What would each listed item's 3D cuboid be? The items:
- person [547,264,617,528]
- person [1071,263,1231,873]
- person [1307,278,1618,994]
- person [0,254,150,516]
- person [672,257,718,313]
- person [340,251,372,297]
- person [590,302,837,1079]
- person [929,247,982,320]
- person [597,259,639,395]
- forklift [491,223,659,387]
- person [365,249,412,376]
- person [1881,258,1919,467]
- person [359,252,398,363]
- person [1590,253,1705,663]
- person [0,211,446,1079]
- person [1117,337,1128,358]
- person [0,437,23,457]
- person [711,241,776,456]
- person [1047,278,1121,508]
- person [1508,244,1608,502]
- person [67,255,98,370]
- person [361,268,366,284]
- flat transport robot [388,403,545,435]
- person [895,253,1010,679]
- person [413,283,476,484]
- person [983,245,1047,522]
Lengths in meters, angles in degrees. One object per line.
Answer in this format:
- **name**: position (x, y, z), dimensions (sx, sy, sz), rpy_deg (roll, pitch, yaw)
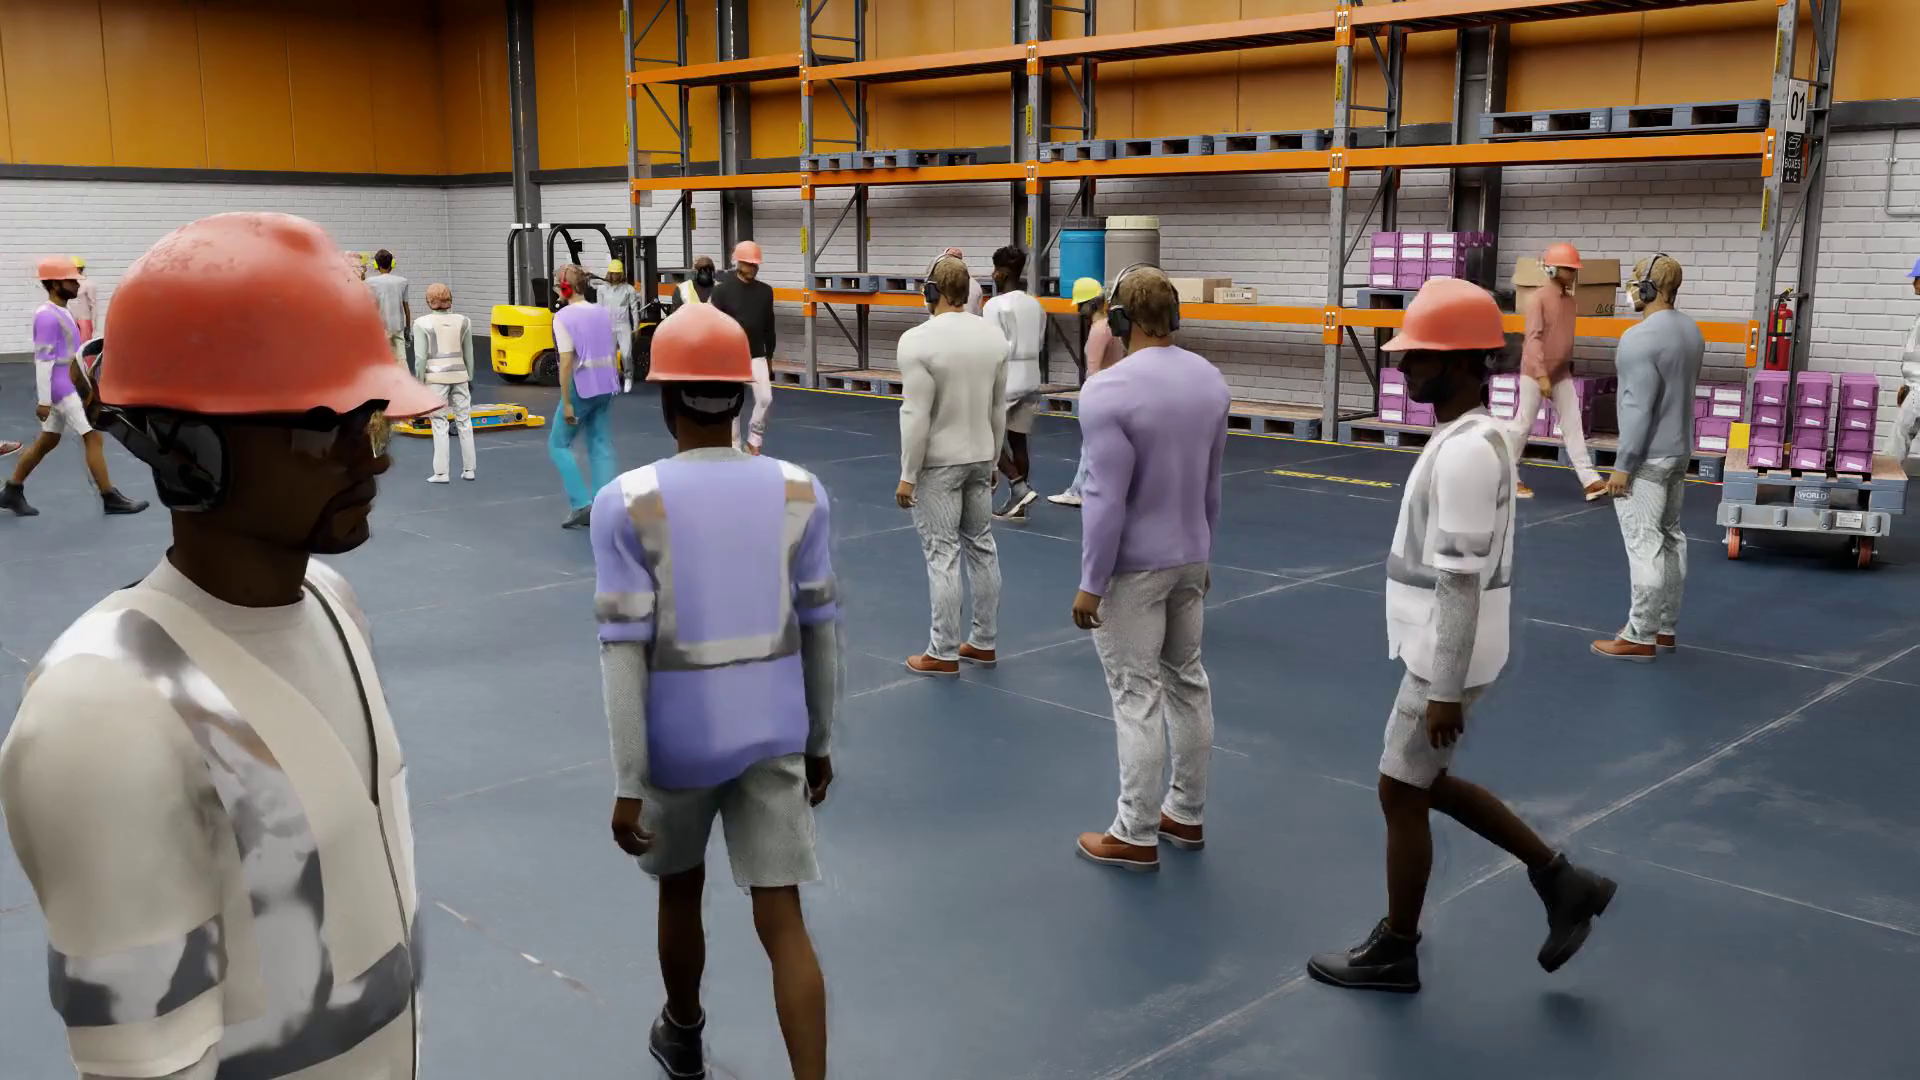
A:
- **person**: position (-2.597, -0.978, 11.468), dimensions (0.471, 1.821, 0.560), rpy_deg (6, 12, 31)
- **person**: position (0.598, 0.095, 5.316), dimensions (0.629, 1.935, 0.372), rpy_deg (-10, 14, -42)
- **person**: position (1.340, 0.285, 4.331), dimensions (0.717, 1.919, 0.548), rpy_deg (3, 11, 15)
- **person**: position (-6.495, -1.094, 11.942), dimensions (1.007, 1.900, 0.546), rpy_deg (-4, 11, -21)
- **person**: position (-2.688, -2.044, 17.375), dimensions (0.633, 1.786, 0.979), rpy_deg (-2, 11, -10)
- **person**: position (-5.722, -1.742, 15.464), dimensions (0.622, 1.881, 0.660), rpy_deg (4, 11, 19)
- **person**: position (-0.496, 0.436, 3.617), dimensions (0.554, 1.889, 1.018), rpy_deg (-5, 11, -23)
- **person**: position (-0.086, -1.874, 16.133), dimensions (0.643, 1.908, 0.399), rpy_deg (-10, 14, -42)
- **person**: position (-4.339, -2.687, 21.060), dimensions (0.519, 1.725, 0.392), rpy_deg (0, 10, -3)
- **forklift**: position (-5.316, -3.263, 22.920), dimensions (2.313, 2.155, 1.214), rpy_deg (-10, 14, -44)
- **person**: position (-6.466, -2.347, 18.831), dimensions (0.513, 1.863, 0.329), rpy_deg (-10, 14, -42)
- **person**: position (7.122, -1.146, 12.209), dimensions (1.021, 1.902, 0.621), rpy_deg (5, 11, 23)
- **person**: position (-8.872, -3.434, 24.983), dimensions (0.894, 1.783, 0.603), rpy_deg (-10, 14, -43)
- **person**: position (3.282, -0.384, 7.915), dimensions (0.629, 1.939, 0.372), rpy_deg (-10, 14, -42)
- **person**: position (-0.706, 0.688, 1.785), dimensions (0.396, 2.042, 0.611), rpy_deg (-1, 10, -3)
- **person**: position (0.907, -0.342, 8.539), dimensions (0.434, 1.622, 0.530), rpy_deg (9, 14, 41)
- **person**: position (-9.042, -1.590, 14.872), dimensions (0.510, 1.812, 1.011), rpy_deg (5, 12, 26)
- **person**: position (-1.873, -1.596, 14.432), dimensions (0.639, 1.972, 0.449), rpy_deg (-5, 12, -27)
- **person**: position (0.960, -1.029, 12.040), dimensions (0.829, 1.707, 0.577), rpy_deg (2, 11, 12)
- **person**: position (4.547, -1.248, 12.587), dimensions (0.633, 1.945, 0.986), rpy_deg (-7, 12, -33)
- **person**: position (-12.073, -3.037, 22.872), dimensions (0.544, 1.752, 0.440), rpy_deg (3, 11, 14)
- **person**: position (-8.744, -3.216, 24.237), dimensions (0.498, 1.608, 0.737), rpy_deg (1, 10, 8)
- **flat transport robot**: position (-5.111, -1.264, 17.264), dimensions (1.431, 0.197, 0.652), rpy_deg (-10, 14, -44)
- **person**: position (-0.042, -0.330, 7.624), dimensions (0.629, 1.939, 0.372), rpy_deg (-10, 14, -42)
- **person**: position (-4.208, -1.274, 13.599), dimensions (0.515, 1.634, 0.315), rpy_deg (-10, 14, -42)
- **person**: position (0.342, -1.080, 11.673), dimensions (0.429, 1.948, 0.642), rpy_deg (9, 14, 39)
